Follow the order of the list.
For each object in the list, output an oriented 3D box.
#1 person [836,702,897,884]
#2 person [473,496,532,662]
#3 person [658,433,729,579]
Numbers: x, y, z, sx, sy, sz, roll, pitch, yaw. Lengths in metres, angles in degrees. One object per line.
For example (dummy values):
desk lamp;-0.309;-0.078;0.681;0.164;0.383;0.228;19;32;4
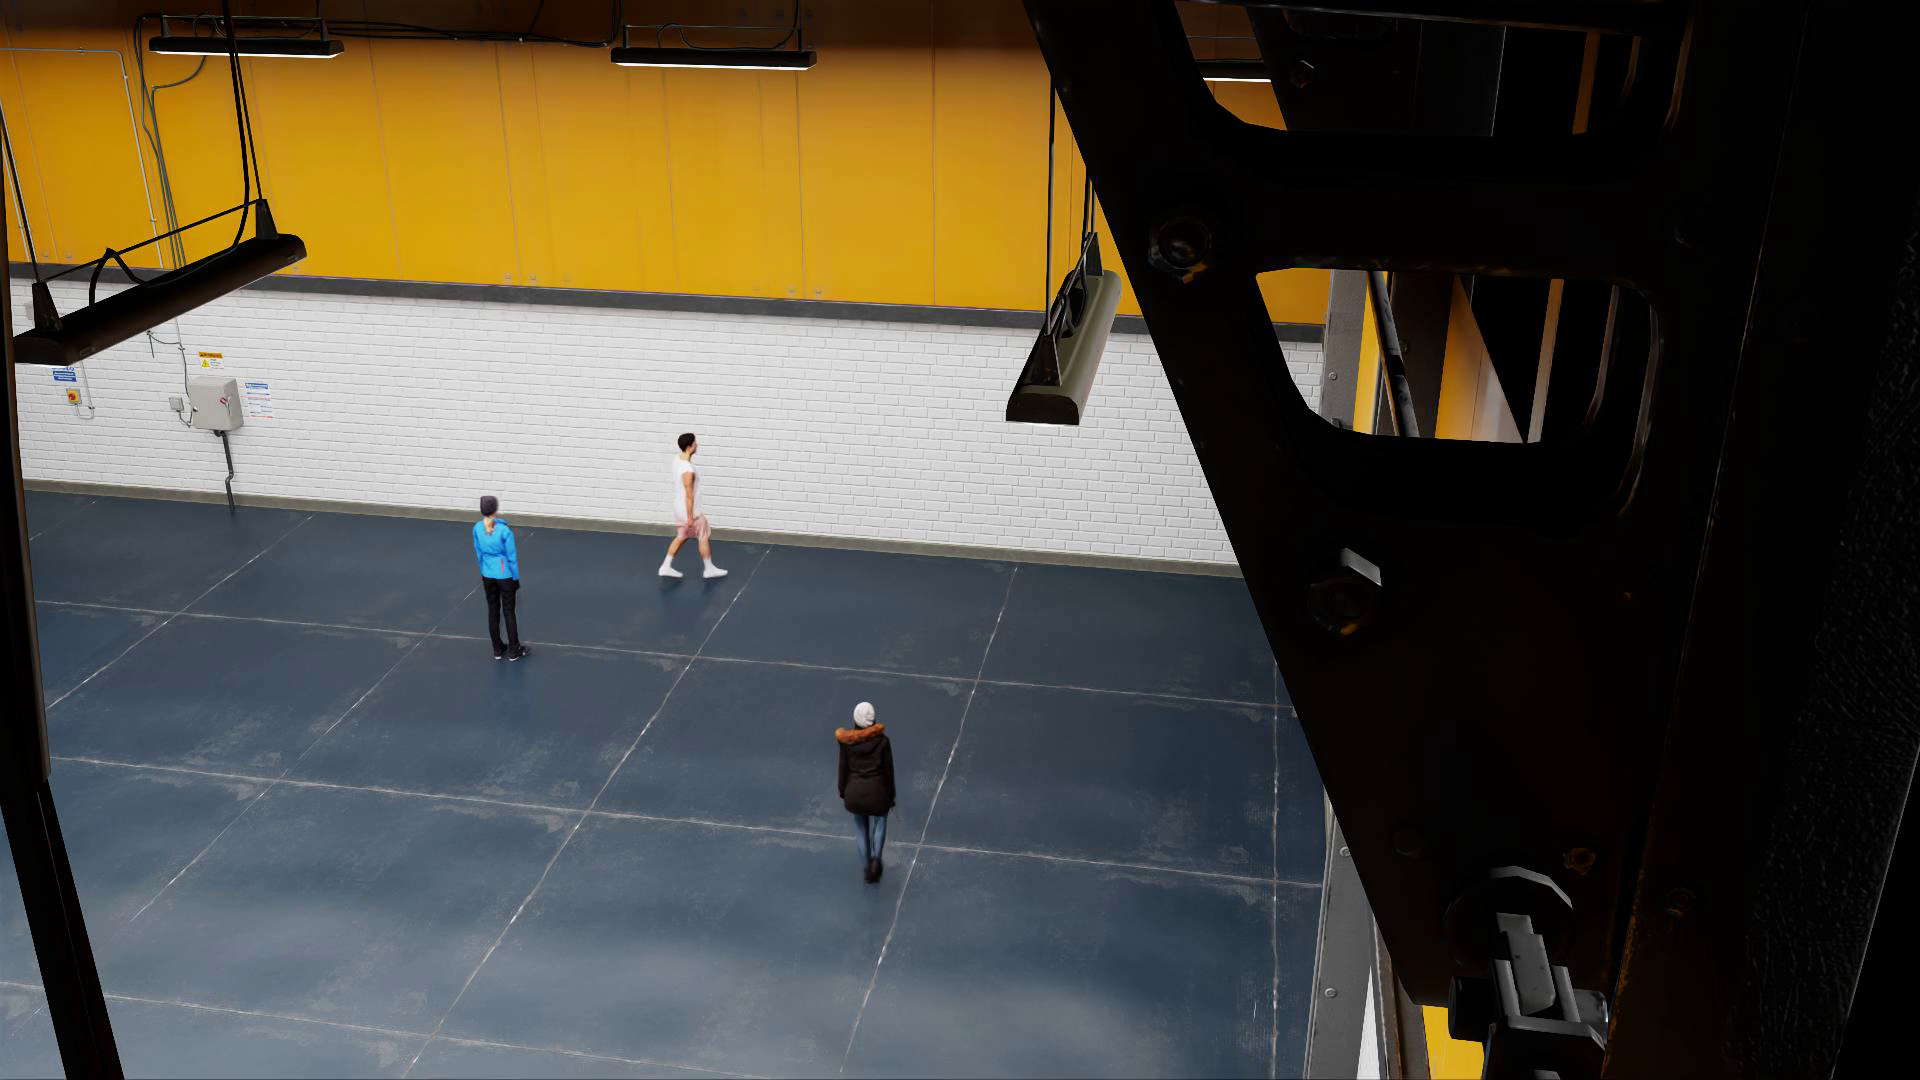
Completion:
person;-0.752;2.075;13.443;0.671;1.629;0.637;1;24;2
person;-4.740;0.387;17.091;0.646;1.799;0.568;8;25;18
person;-3.163;-0.347;18.816;1.072;1.763;1.069;-11;26;-24
